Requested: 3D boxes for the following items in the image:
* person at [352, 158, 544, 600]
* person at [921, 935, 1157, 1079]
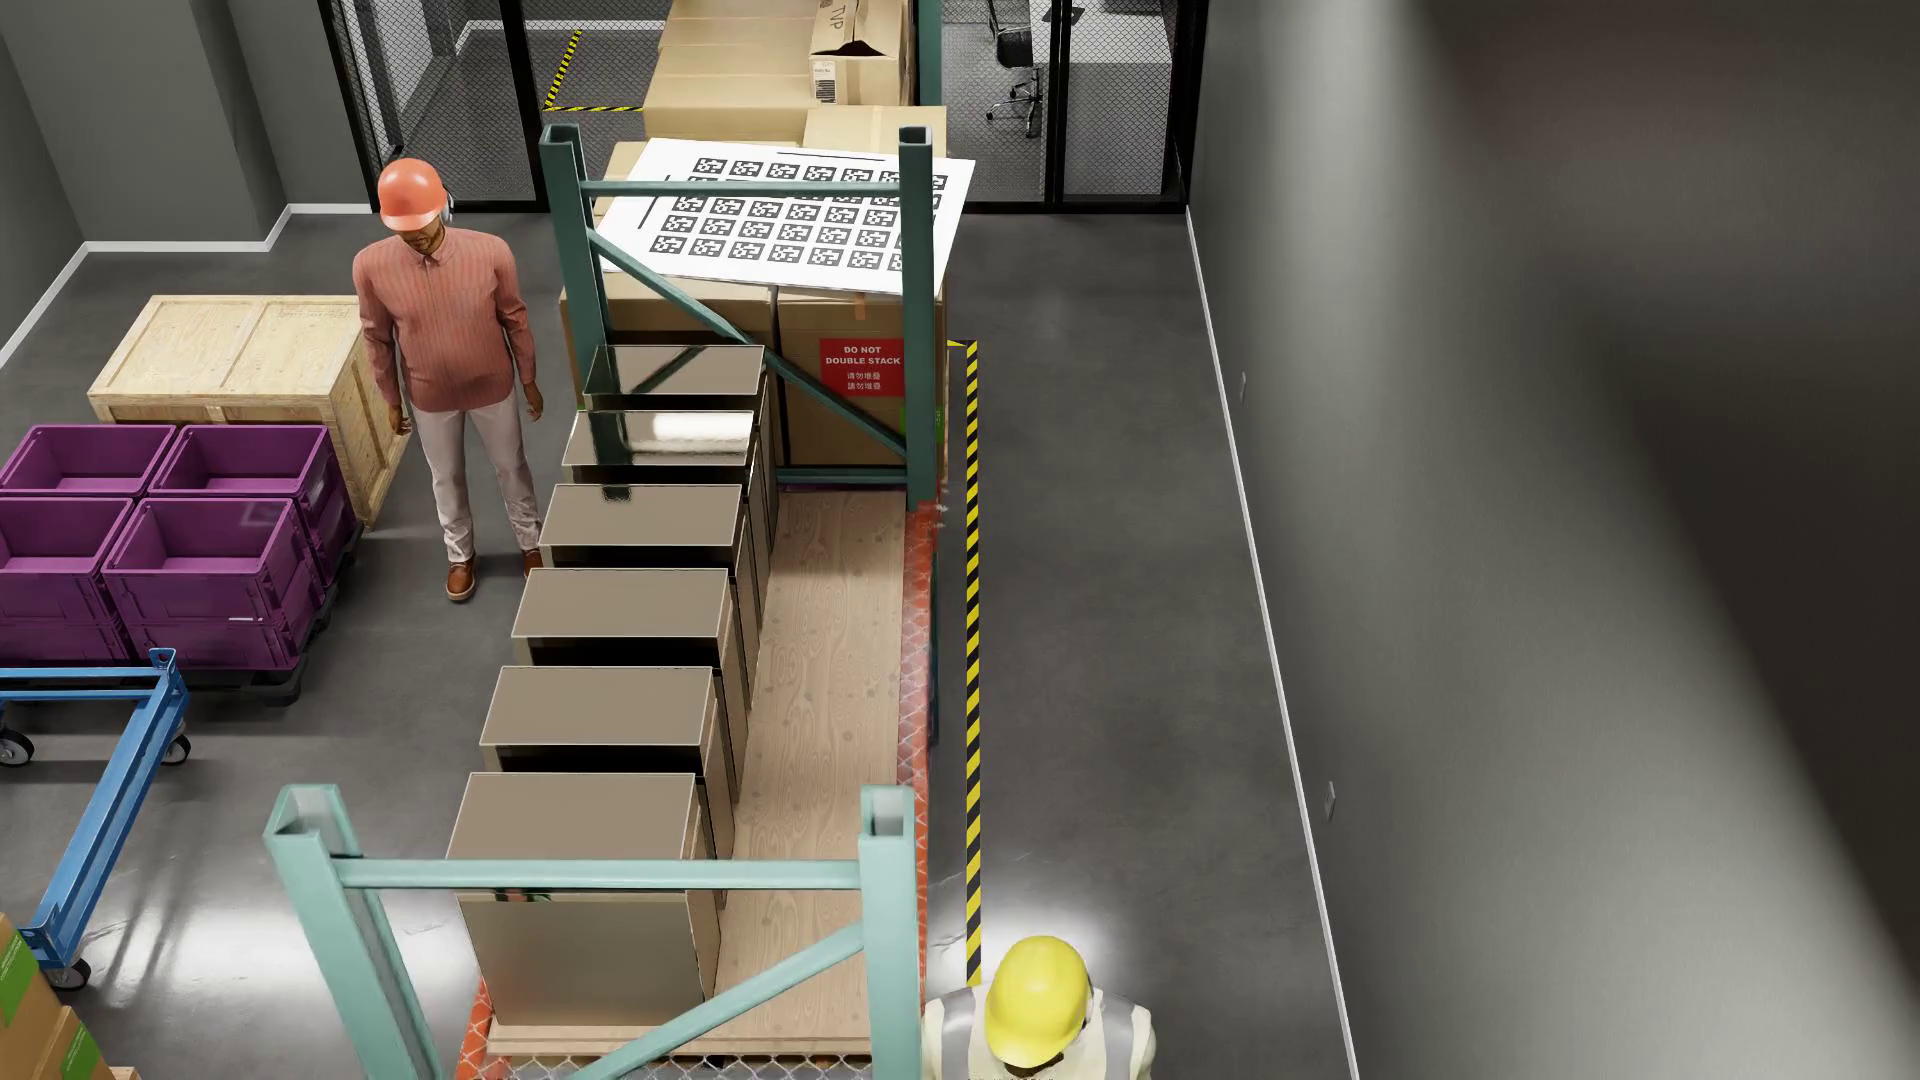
[{"bbox_3d":[-1.961,-0.599,6.529,0.621,1.992,0.397,-9,42,-11],"label":"person"},{"bbox_3d":[0.174,1.564,4.180,0.597,1.828,0.403,0,41,0],"label":"person"}]
